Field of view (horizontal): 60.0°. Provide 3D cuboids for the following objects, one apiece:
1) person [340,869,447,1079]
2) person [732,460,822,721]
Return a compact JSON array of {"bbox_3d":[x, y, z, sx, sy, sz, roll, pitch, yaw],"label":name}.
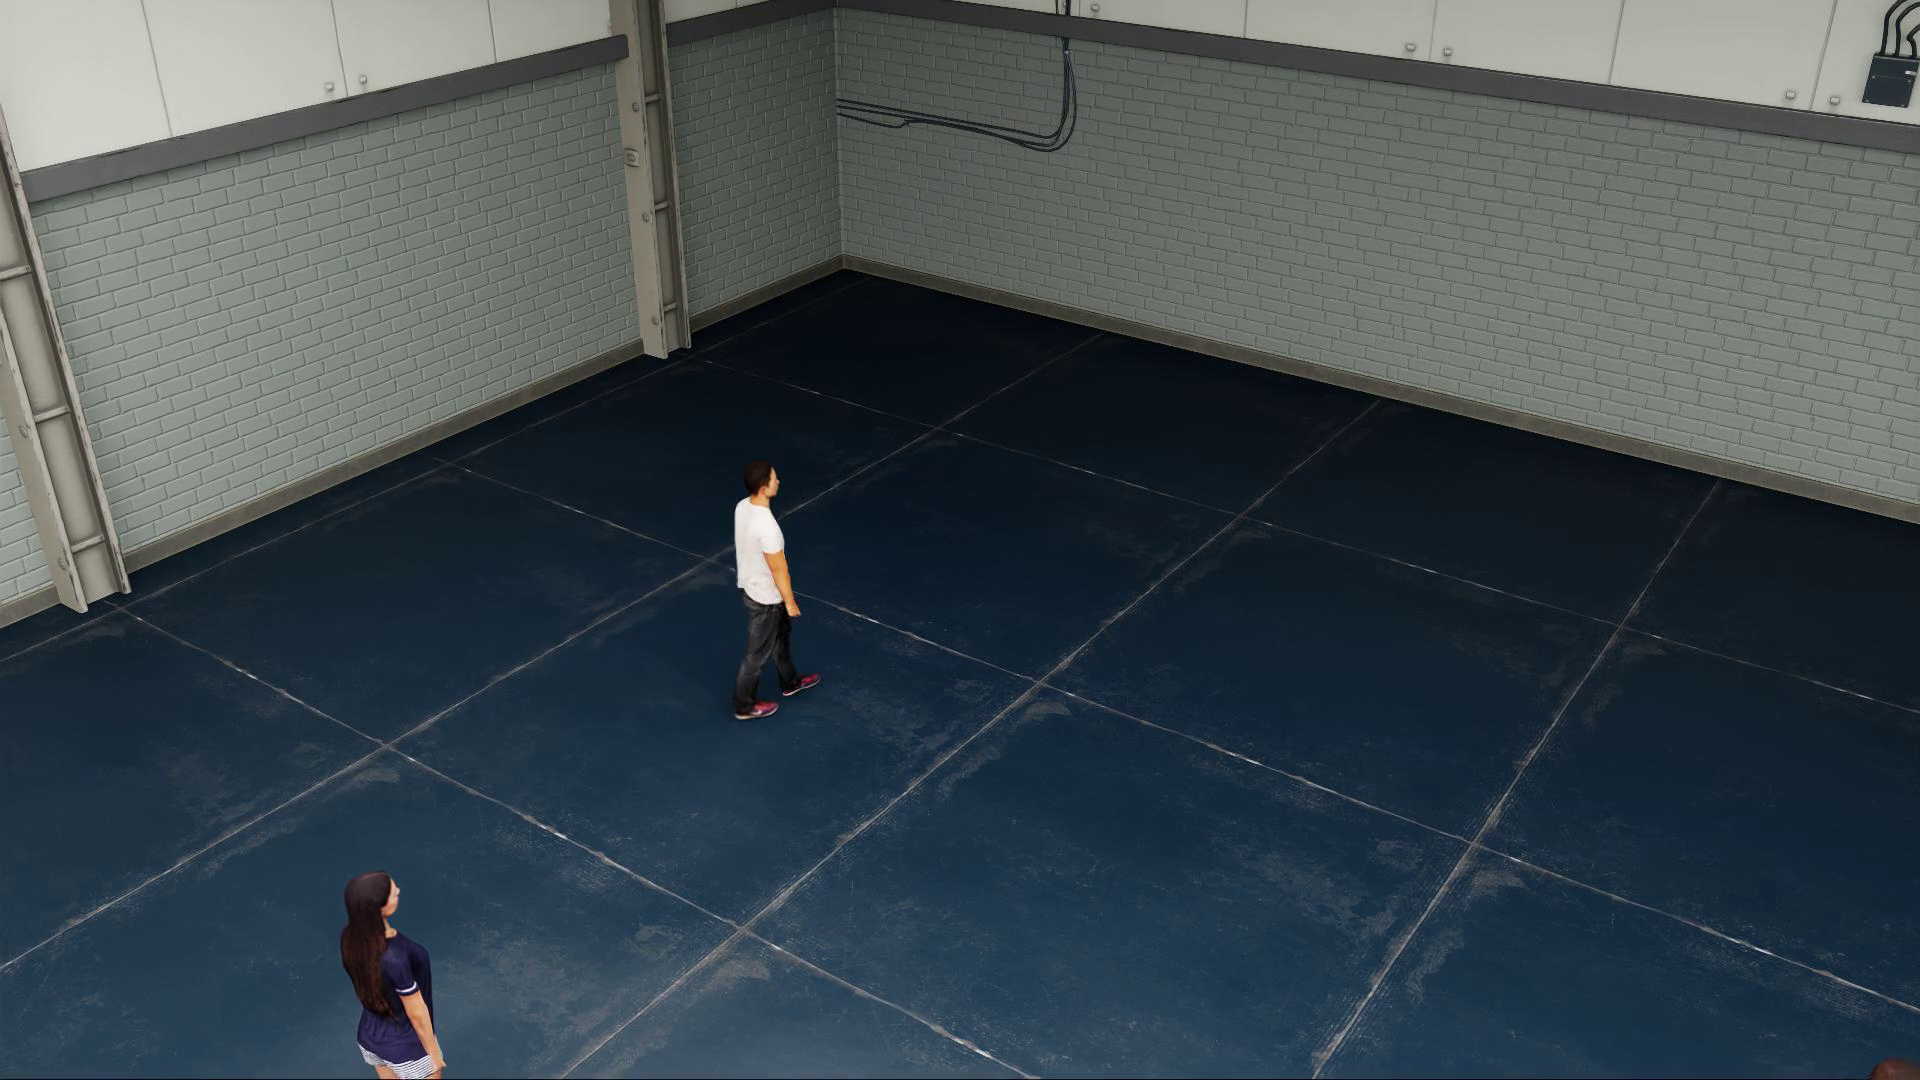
[{"bbox_3d":[-2.400,2.137,7.109,0.566,1.767,0.511,19,33,32],"label":"person"},{"bbox_3d":[-1.331,0.344,10.460,1.023,1.782,0.914,-13,31,-23],"label":"person"}]
